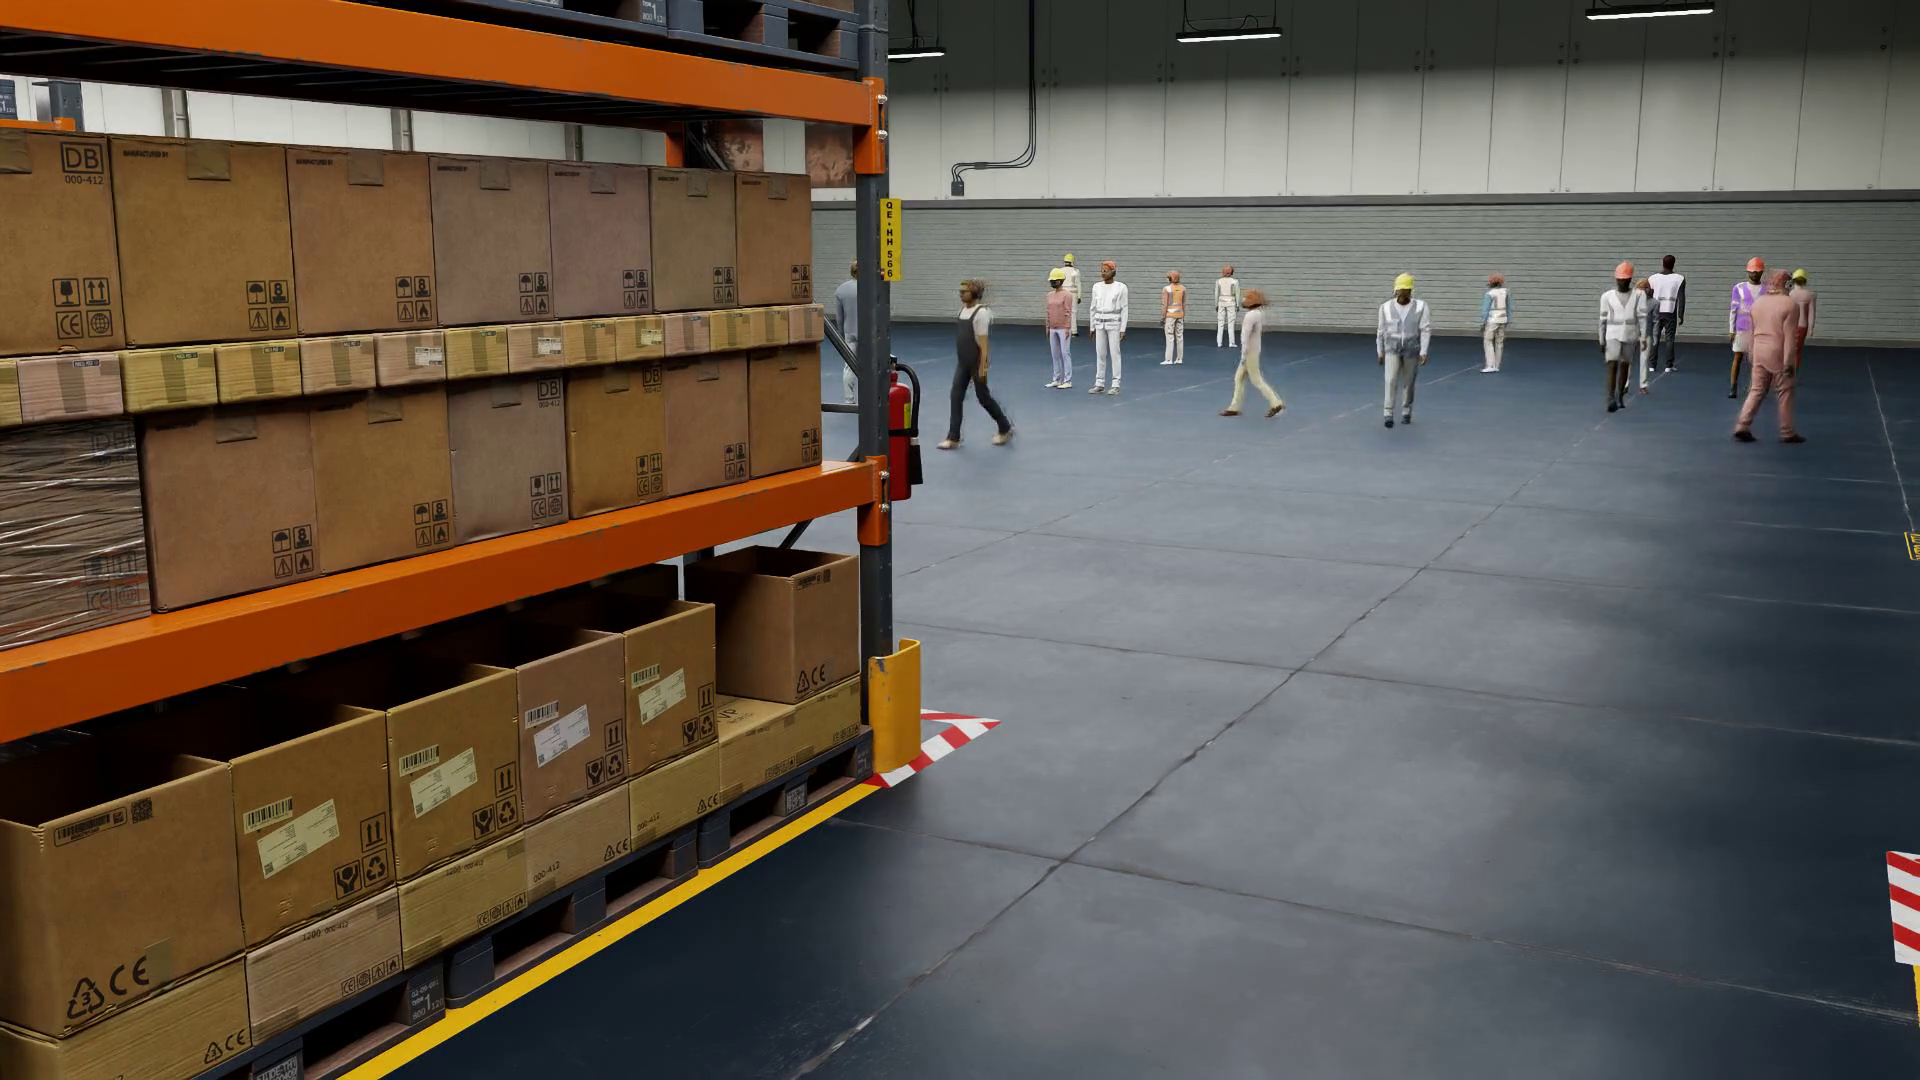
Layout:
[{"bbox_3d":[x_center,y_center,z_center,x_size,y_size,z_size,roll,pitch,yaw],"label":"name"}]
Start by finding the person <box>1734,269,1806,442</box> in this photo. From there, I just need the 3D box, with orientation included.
[{"bbox_3d":[8.803,-1.978,17.981,0.811,1.881,0.660,-4,11,-19],"label":"person"}]

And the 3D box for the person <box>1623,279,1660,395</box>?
[{"bbox_3d":[9.596,-2.868,23.499,0.507,1.630,0.268,4,11,23],"label":"person"}]

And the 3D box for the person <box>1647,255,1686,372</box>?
[{"bbox_3d":[11.634,-3.735,27.444,0.599,1.916,0.377,7,13,34],"label":"person"}]

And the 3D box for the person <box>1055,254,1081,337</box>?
[{"bbox_3d":[2.397,-5.380,36.644,0.586,1.835,0.404,4,11,20],"label":"person"}]

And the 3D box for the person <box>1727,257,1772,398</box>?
[{"bbox_3d":[10.880,-2.906,22.872,0.549,1.936,0.377,4,11,20],"label":"person"}]

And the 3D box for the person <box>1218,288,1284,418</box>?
[{"bbox_3d":[3.619,-2.295,20.461,0.810,1.597,0.508,4,11,20],"label":"person"}]

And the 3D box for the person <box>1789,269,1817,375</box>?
[{"bbox_3d":[12.685,-3.243,25.264,0.527,1.740,0.811,4,11,20],"label":"person"}]

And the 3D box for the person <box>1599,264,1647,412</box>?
[{"bbox_3d":[8.492,-2.592,21.335,0.563,1.885,1.012,3,11,15],"label":"person"}]

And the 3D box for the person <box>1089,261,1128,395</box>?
[{"bbox_3d":[2.084,-2.989,23.471,0.584,1.882,0.346,7,13,34],"label":"person"}]

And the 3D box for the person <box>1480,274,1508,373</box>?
[{"bbox_3d":[8.732,-3.518,27.110,0.589,1.614,0.358,-6,12,-30],"label":"person"}]

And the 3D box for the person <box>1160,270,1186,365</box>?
[{"bbox_3d":[3.701,-3.850,28.828,0.514,1.643,0.307,-7,12,-33],"label":"person"}]

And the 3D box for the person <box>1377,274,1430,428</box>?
[{"bbox_3d":[5.198,-2.215,19.540,0.595,1.786,0.947,3,11,15],"label":"person"}]

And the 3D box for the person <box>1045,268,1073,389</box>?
[{"bbox_3d":[1.442,-3.101,24.433,0.341,1.757,0.518,-9,13,-39],"label":"person"}]

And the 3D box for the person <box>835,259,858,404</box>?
[{"bbox_3d":[-1.290,-2.620,21.314,0.630,1.940,0.372,5,12,26],"label":"person"}]

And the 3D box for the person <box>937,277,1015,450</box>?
[{"bbox_3d":[0.184,-1.868,17.569,0.907,1.816,0.518,-7,13,-34],"label":"person"}]

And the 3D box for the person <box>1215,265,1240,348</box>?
[{"bbox_3d":[5.353,-4.671,33.311,0.525,1.639,0.307,6,12,28],"label":"person"}]
